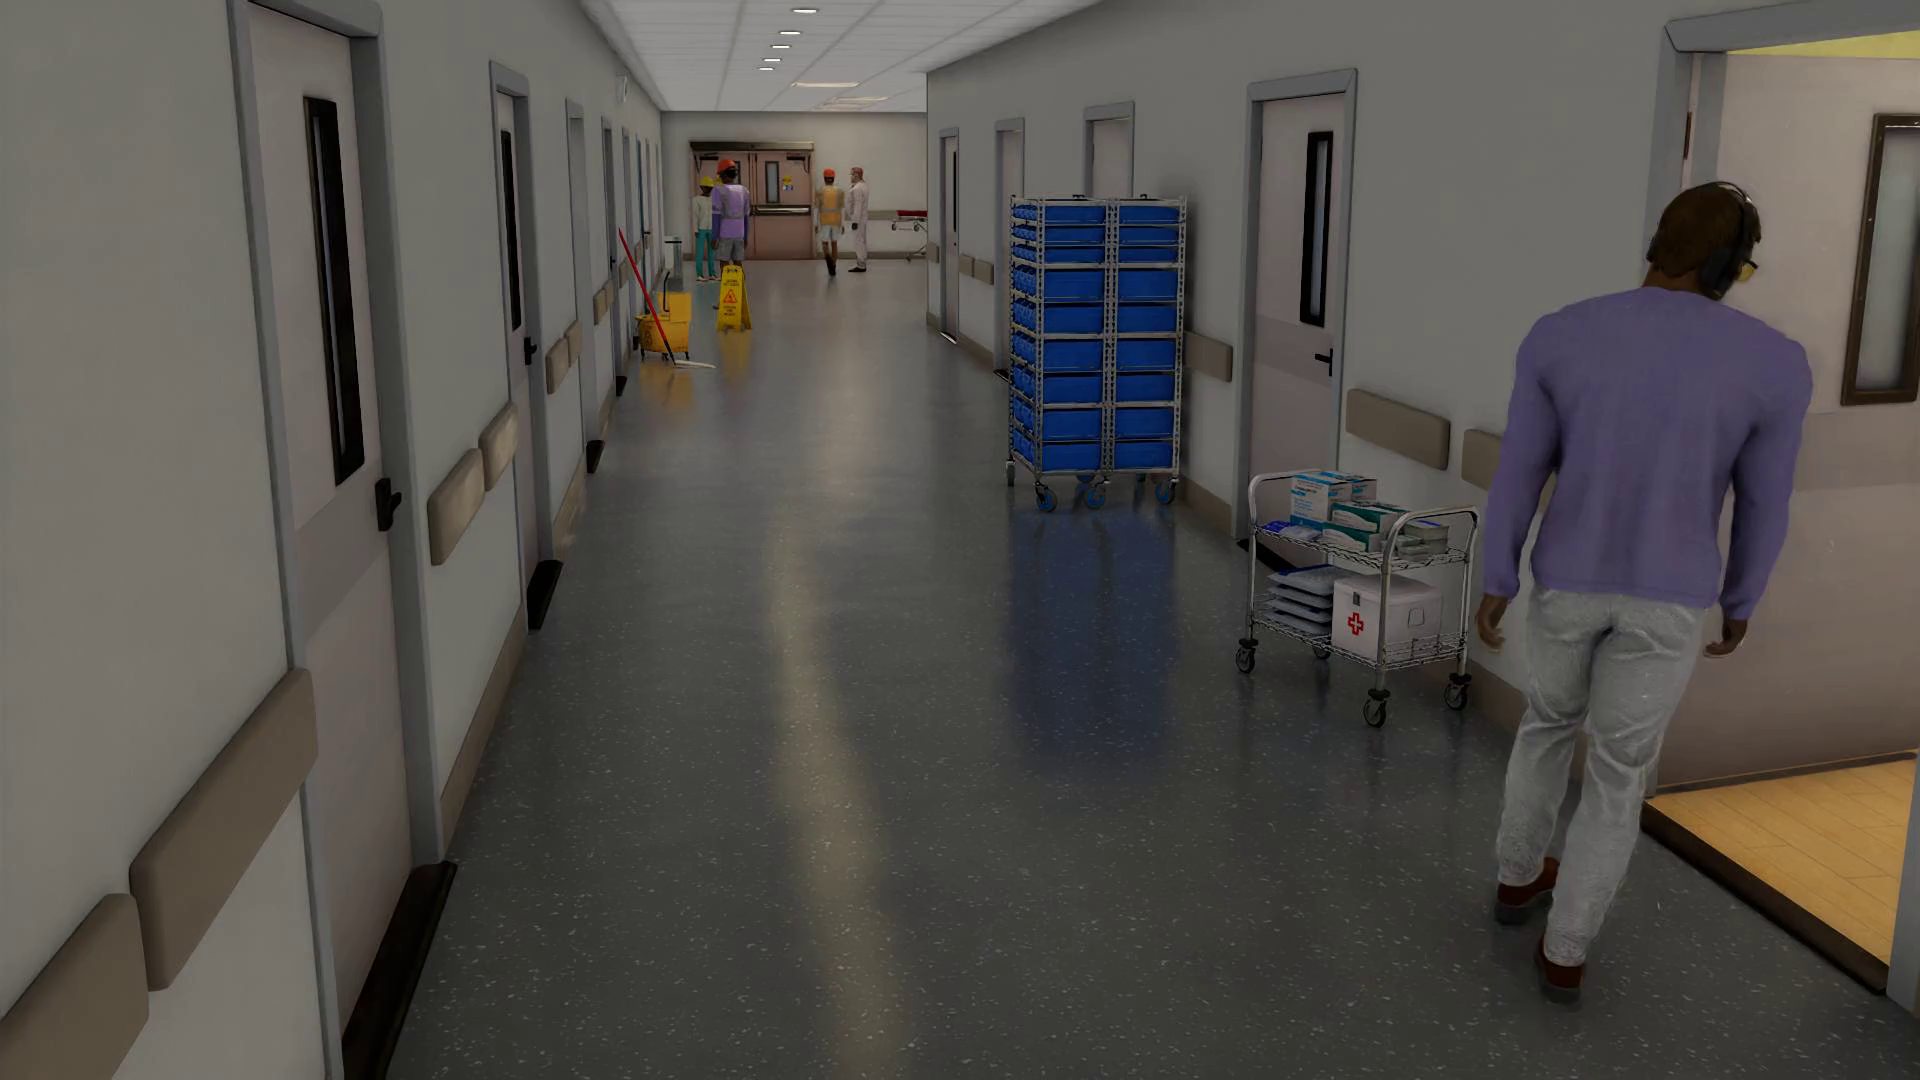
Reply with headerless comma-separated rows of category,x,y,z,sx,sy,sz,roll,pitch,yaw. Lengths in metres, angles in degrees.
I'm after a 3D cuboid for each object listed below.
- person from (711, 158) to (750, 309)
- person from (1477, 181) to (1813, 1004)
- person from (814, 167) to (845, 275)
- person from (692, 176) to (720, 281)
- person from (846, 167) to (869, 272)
person,-3.134,-4.149,22.611,0.407,2.031,0.611,12,17,43
person,1.609,0.119,3.960,0.657,1.893,0.784,7,15,29
person,-2.301,-5.641,29.492,0.556,1.919,0.692,-2,13,-10
person,-4.273,-5.255,28.127,0.517,1.757,0.342,-10,16,-37
person,-1.888,-5.891,30.613,0.407,1.908,0.641,1,13,6
